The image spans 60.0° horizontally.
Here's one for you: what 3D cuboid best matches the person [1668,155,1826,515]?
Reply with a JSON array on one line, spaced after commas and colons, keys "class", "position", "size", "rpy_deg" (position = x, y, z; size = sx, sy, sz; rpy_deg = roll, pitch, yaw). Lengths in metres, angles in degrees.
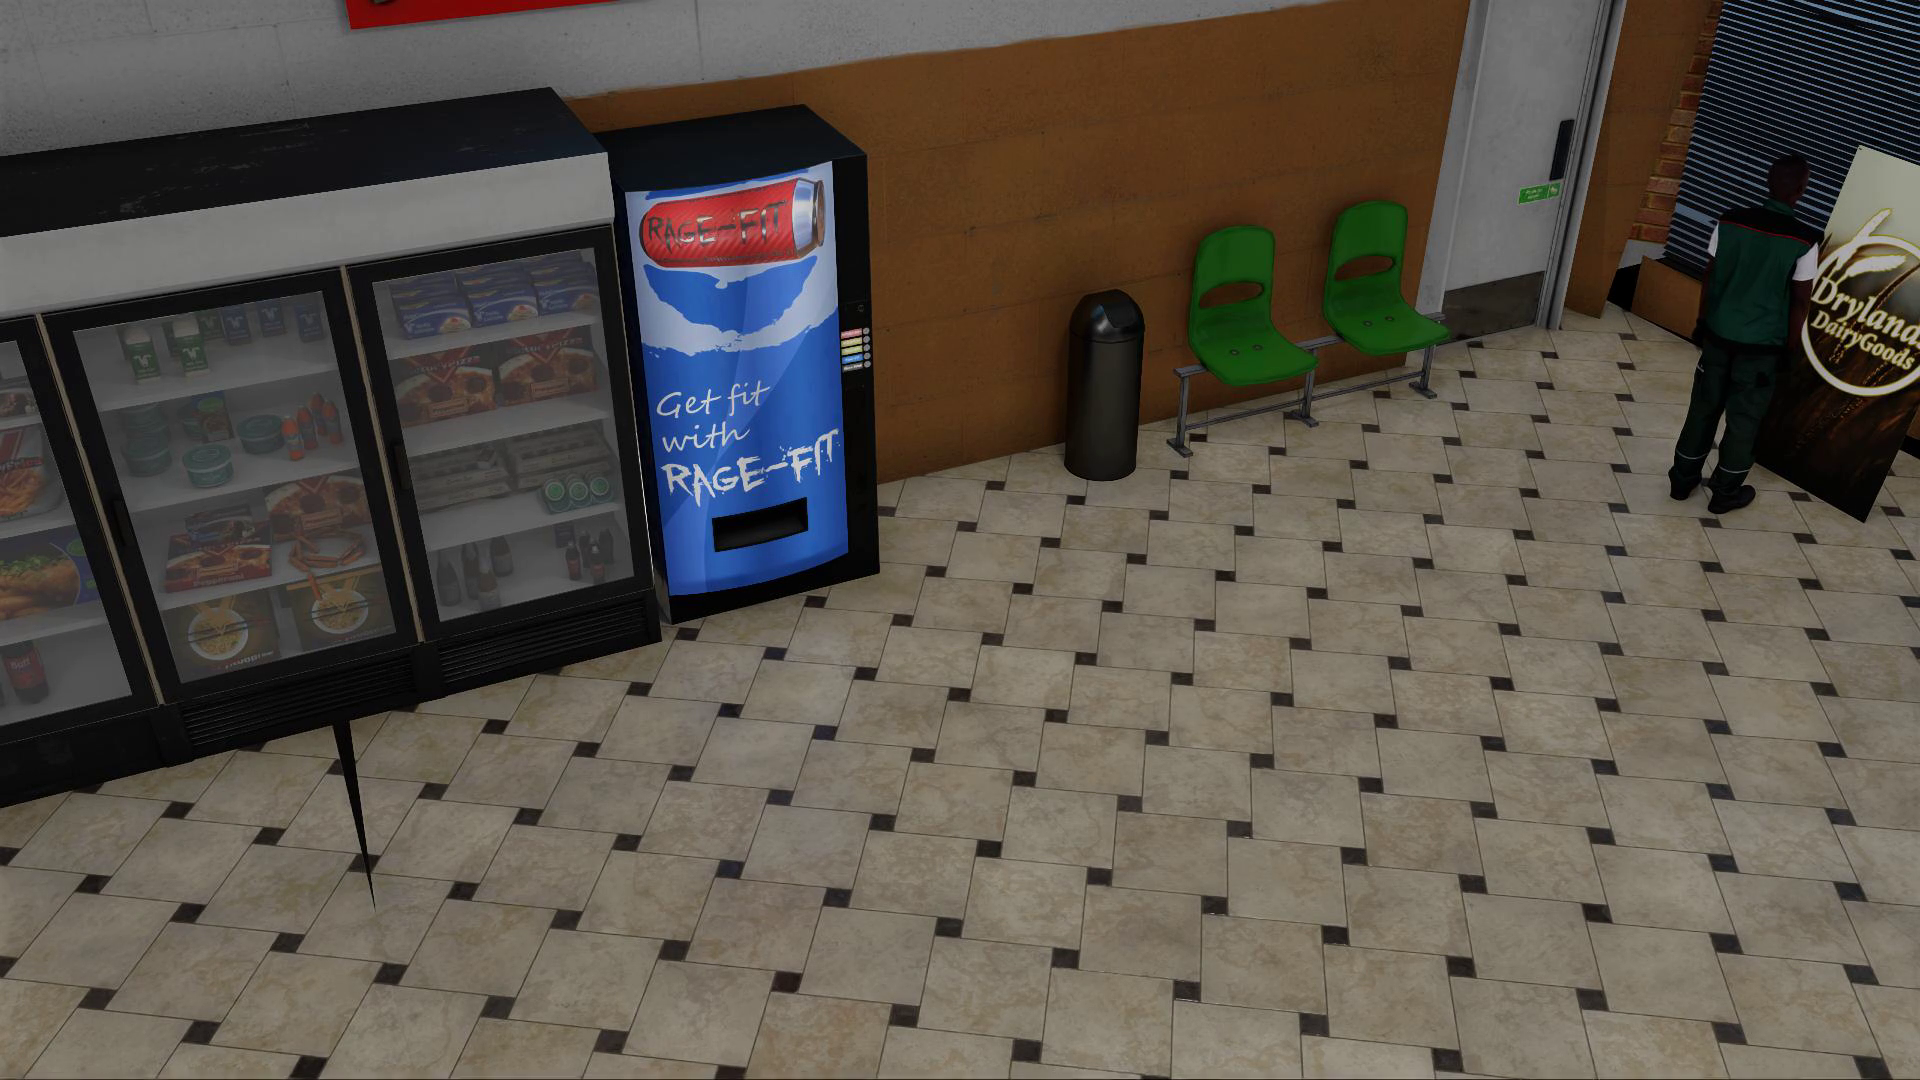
[{"class": "person", "position": [3.855, -0.995, 8.165], "size": [0.815, 1.840, 0.659], "rpy_deg": [-26, 40, -35]}]
